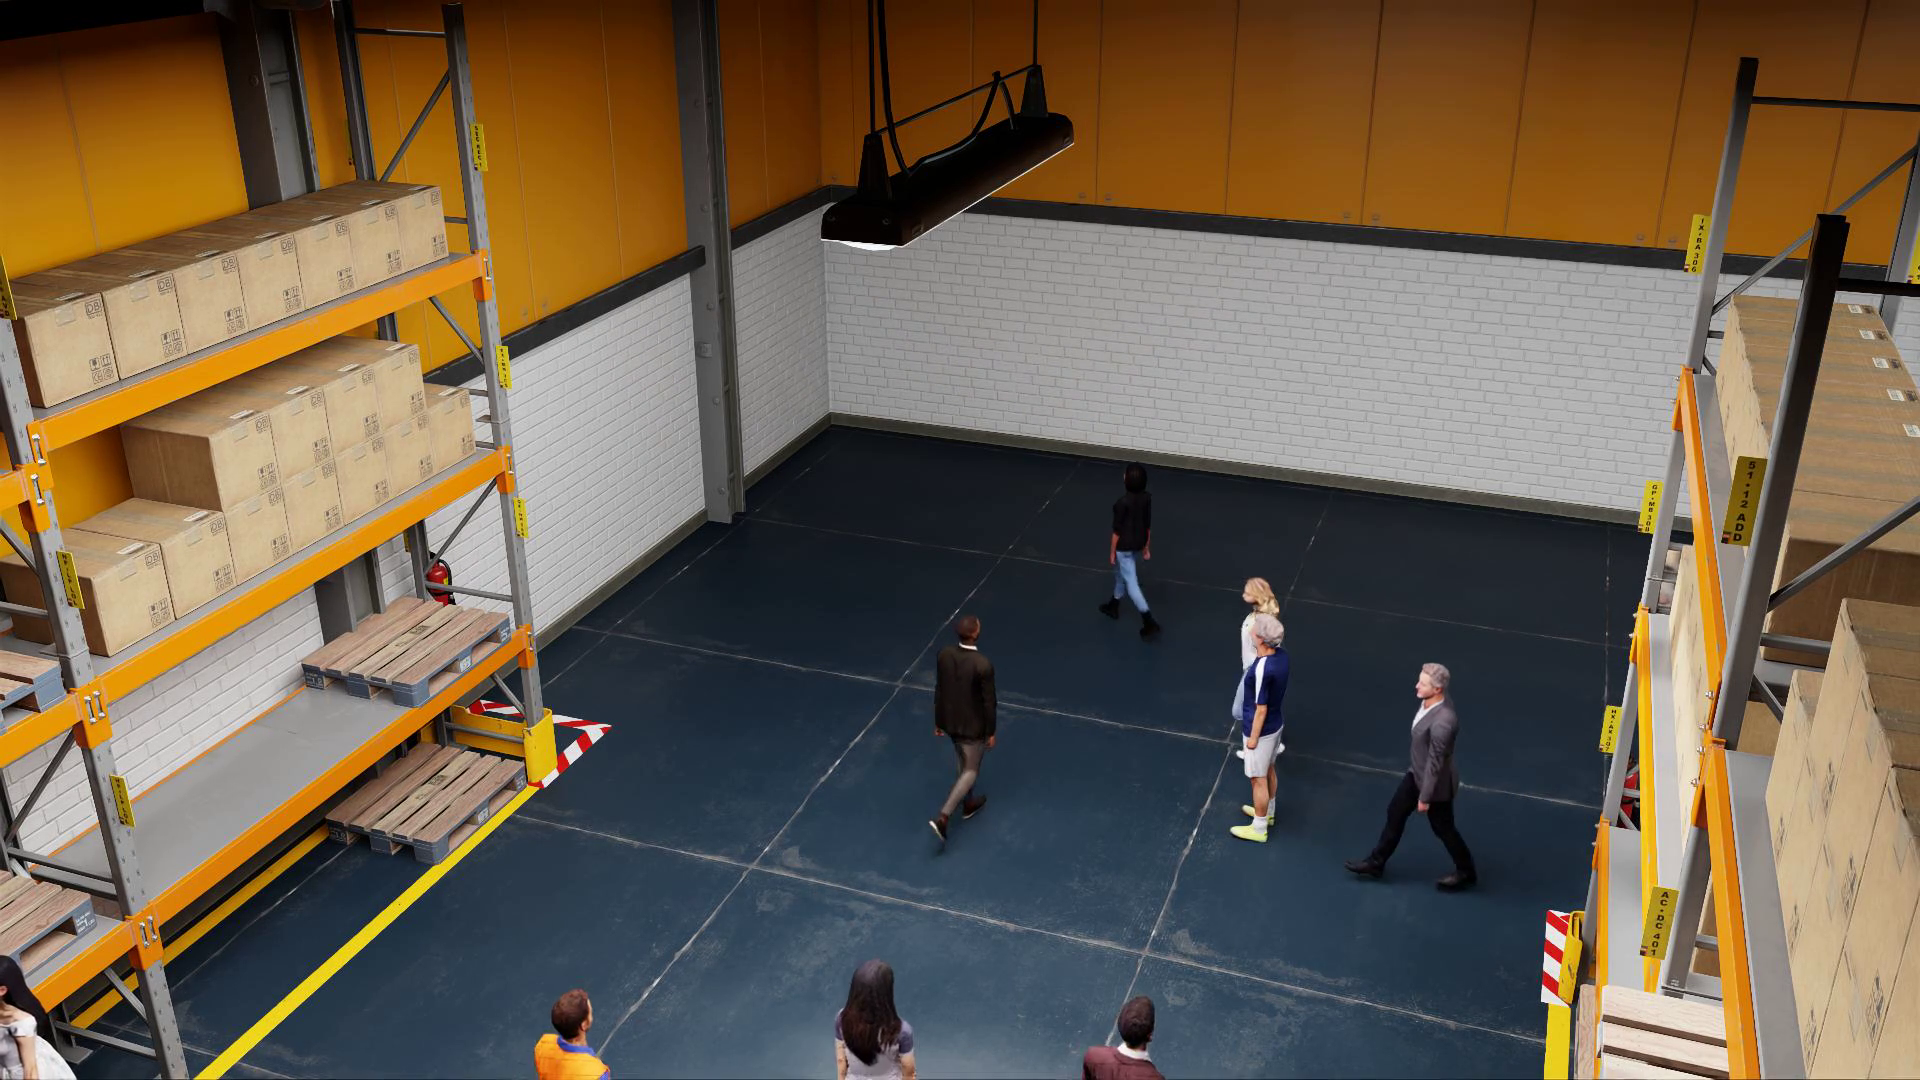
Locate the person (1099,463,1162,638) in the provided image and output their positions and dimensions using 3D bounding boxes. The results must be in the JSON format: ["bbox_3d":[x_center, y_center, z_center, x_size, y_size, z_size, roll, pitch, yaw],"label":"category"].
[{"bbox_3d":[1.639,0.124,15.562,1.118,1.661,1.029,-17,29,-34],"label":"person"}]

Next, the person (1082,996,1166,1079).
[{"bbox_3d":[0.788,3.165,8.414,0.877,1.814,1.226,14,27,29],"label":"person"}]

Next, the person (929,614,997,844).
[{"bbox_3d":[-0.019,1.427,12.440,0.843,1.775,1.155,15,28,31],"label":"person"}]

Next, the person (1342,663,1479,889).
[{"bbox_3d":[3.409,1.711,11.783,1.061,1.781,1.236,2,24,4],"label":"person"}]

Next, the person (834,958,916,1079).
[{"bbox_3d":[-0.489,3.025,8.902,0.592,1.680,1.007,9,25,19],"label":"person"}]

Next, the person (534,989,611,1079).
[{"bbox_3d":[-1.977,3.124,8.465,0.826,1.849,0.979,15,28,30],"label":"person"}]

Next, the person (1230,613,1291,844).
[{"bbox_3d":[2.265,1.391,12.447,0.712,1.836,0.501,11,26,24],"label":"person"}]

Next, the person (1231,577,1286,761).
[{"bbox_3d":[2.459,1.092,13.287,0.797,1.709,0.663,7,24,15],"label":"person"}]

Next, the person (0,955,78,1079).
[{"bbox_3d":[-4.969,2.961,8.939,0.807,1.769,0.778,-17,29,-34],"label":"person"}]
